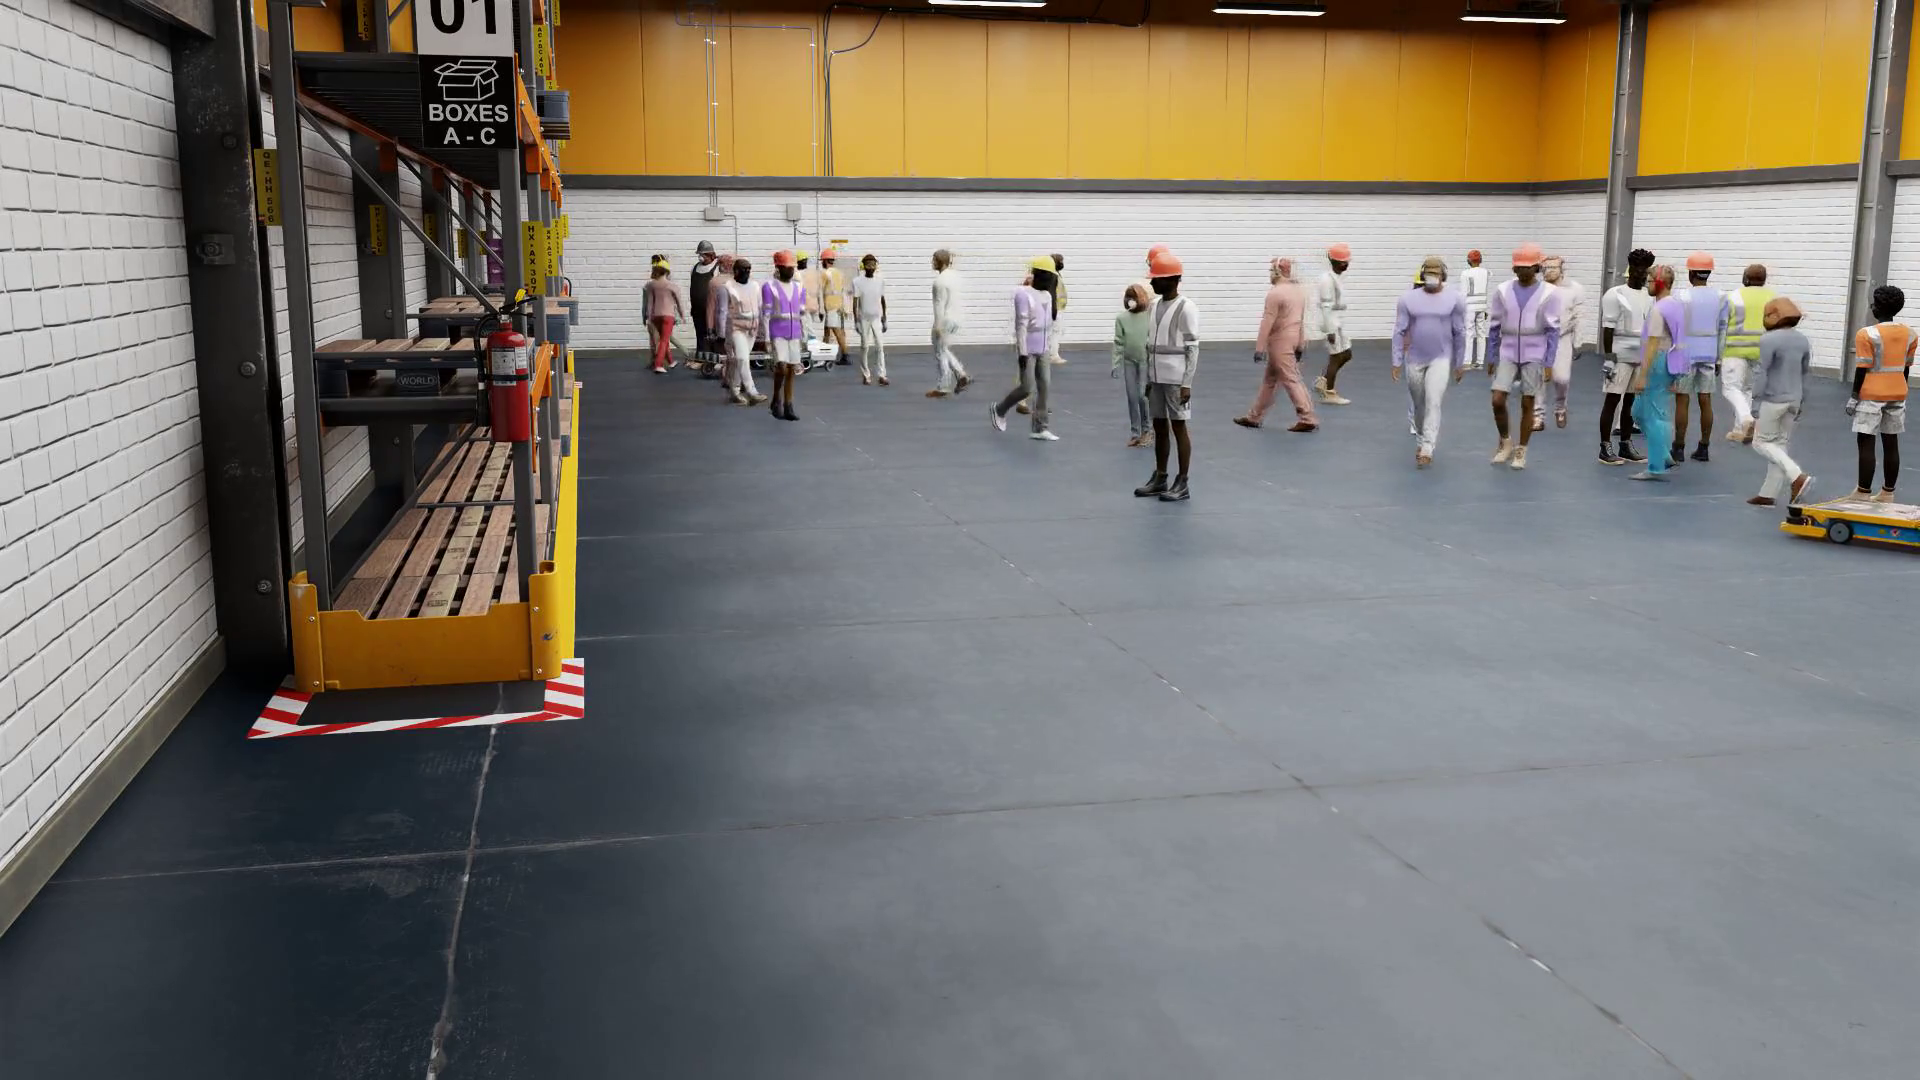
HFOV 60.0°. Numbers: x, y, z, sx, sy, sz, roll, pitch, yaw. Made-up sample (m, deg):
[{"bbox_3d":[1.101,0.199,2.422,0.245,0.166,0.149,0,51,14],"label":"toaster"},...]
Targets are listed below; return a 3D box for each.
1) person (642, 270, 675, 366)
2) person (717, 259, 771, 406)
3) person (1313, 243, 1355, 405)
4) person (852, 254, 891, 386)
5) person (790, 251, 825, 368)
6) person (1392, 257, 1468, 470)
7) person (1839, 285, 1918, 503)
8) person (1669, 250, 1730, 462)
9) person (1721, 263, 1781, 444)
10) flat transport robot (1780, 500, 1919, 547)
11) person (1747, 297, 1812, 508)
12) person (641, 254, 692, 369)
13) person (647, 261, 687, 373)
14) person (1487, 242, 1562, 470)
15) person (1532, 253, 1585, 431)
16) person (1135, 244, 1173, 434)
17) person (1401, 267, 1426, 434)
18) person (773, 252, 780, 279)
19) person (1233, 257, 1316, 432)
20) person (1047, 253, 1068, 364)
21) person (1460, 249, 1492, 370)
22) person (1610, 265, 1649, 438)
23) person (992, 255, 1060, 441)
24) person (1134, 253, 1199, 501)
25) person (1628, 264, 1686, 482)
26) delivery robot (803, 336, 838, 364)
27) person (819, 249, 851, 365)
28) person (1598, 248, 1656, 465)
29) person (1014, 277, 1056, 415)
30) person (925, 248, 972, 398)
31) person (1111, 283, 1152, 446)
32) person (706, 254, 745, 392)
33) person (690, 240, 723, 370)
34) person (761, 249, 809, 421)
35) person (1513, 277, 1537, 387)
[{"bbox_3d":[-4.820,-3.538,26.443,0.572,1.623,0.444,3,11,15],"label":"person"},{"bbox_3d":[-2.611,-2.556,20.558,0.926,1.796,0.623,8,13,39],"label":"person"},{"bbox_3d":[4.621,-2.633,20.401,0.471,2.000,0.729,5,12,27],"label":"person"},{"bbox_3d":[-1.231,-3.048,23.167,0.543,1.825,0.896,-3,11,-16],"label":"person"},{"bbox_3d":[-2.502,-3.705,26.751,0.613,1.854,1.011,-10,14,-44],"label":"person"},{"bbox_3d":[4.276,-1.620,15.146,0.635,1.897,1.002,6,12,29],"label":"person"},{"bbox_3d":[6.980,-1.080,12.637,0.535,1.700,0.318,-3,11,-17],"label":"person"},{"bbox_3d":[6.754,-1.684,15.310,0.545,1.942,0.350,-1,10,-5],"label":"person"},{"bbox_3d":[7.866,-1.849,16.583,0.626,1.815,0.789,0,10,-1],"label":"person"},{"bbox_3d":[6.348,-0.088,11.099,0.652,0.197,1.431,-8,13,-38],"label":"flat transport robot"},{"bbox_3d":[6.241,-1.022,12.545,0.538,1.607,0.550,-5,11,-24],"label":"person"},{"bbox_3d":[-4.645,-3.630,26.464,0.899,1.825,0.561,-6,12,-28],"label":"person"},{"bbox_3d":[-4.534,-3.443,25.697,0.532,1.712,0.946,3,11,18],"label":"person"},{"bbox_3d":[4.958,-1.610,14.678,0.631,2.019,0.474,7,12,33],"label":"person"},{"bbox_3d":[6.286,-2.096,17.727,0.662,1.891,0.432,5,11,26],"label":"person"},{"bbox_3d":[2.074,-2.117,17.559,0.621,1.992,0.393,-8,13,-38],"label":"person"},{"bbox_3d":[4.854,-1.985,17.483,0.547,1.751,0.399,2,10,10],"label":"person"},{"bbox_3d":[-2.902,-3.777,27.170,0.507,1.847,0.414,8,13,38],"label":"person"},{"bbox_3d":[3.407,-2.086,17.795,1.017,1.853,0.667,7,12,34],"label":"person"},{"bbox_3d":[1.564,-3.817,27.456,0.450,1.821,0.643,1,10,6],"label":"person"},{"bbox_3d":[8.078,-3.614,26.161,0.573,1.886,0.353,-4,11,-20],"label":"person"},{"bbox_3d":[6.945,-1.959,17.146,0.591,1.830,0.403,-6,12,-28],"label":"person"},{"bbox_3d":[0.697,-1.963,17.019,0.732,1.884,0.594,9,14,41],"label":"person"},{"bbox_3d":[1.621,-1.268,13.025,0.376,1.934,0.547,-6,12,-31],"label":"person"},{"bbox_3d":[5.876,-1.396,14.033,0.450,1.832,0.577,6,12,31],"label":"person"},{"bbox_3d":[-2.256,-2.929,25.793,0.707,0.478,0.477,-5,11,-24],"label":"delivery robot"},{"bbox_3d":[-2.166,-3.813,27.263,1.014,1.877,0.560,5,12,27],"label":"person"},{"bbox_3d":[6.093,-1.660,15.132,0.603,1.958,0.380,-5,11,-25],"label":"person"},{"bbox_3d":[0.872,-2.247,19.336,0.518,1.607,0.632,-9,14,-42],"label":"person"},{"bbox_3d":[-0.186,-2.775,21.387,0.478,1.929,0.648,3,11,17],"label":"person"},{"bbox_3d":[1.749,-1.711,16.352,0.542,1.613,0.422,6,12,30],"label":"person"},{"bbox_3d":[-3.094,-2.930,22.473,0.656,1.864,0.985,-7,12,-35],"label":"person"},{"bbox_3d":[-3.982,-3.688,26.140,0.674,2.000,0.537,4,11,23],"label":"person"},{"bbox_3d":[-1.951,-2.298,18.748,0.566,1.926,0.400,-8,13,-37],"label":"person"},{"bbox_3d":[7.803,-3.053,23.163,0.508,1.847,0.345,-8,13,-38],"label":"person"}]
